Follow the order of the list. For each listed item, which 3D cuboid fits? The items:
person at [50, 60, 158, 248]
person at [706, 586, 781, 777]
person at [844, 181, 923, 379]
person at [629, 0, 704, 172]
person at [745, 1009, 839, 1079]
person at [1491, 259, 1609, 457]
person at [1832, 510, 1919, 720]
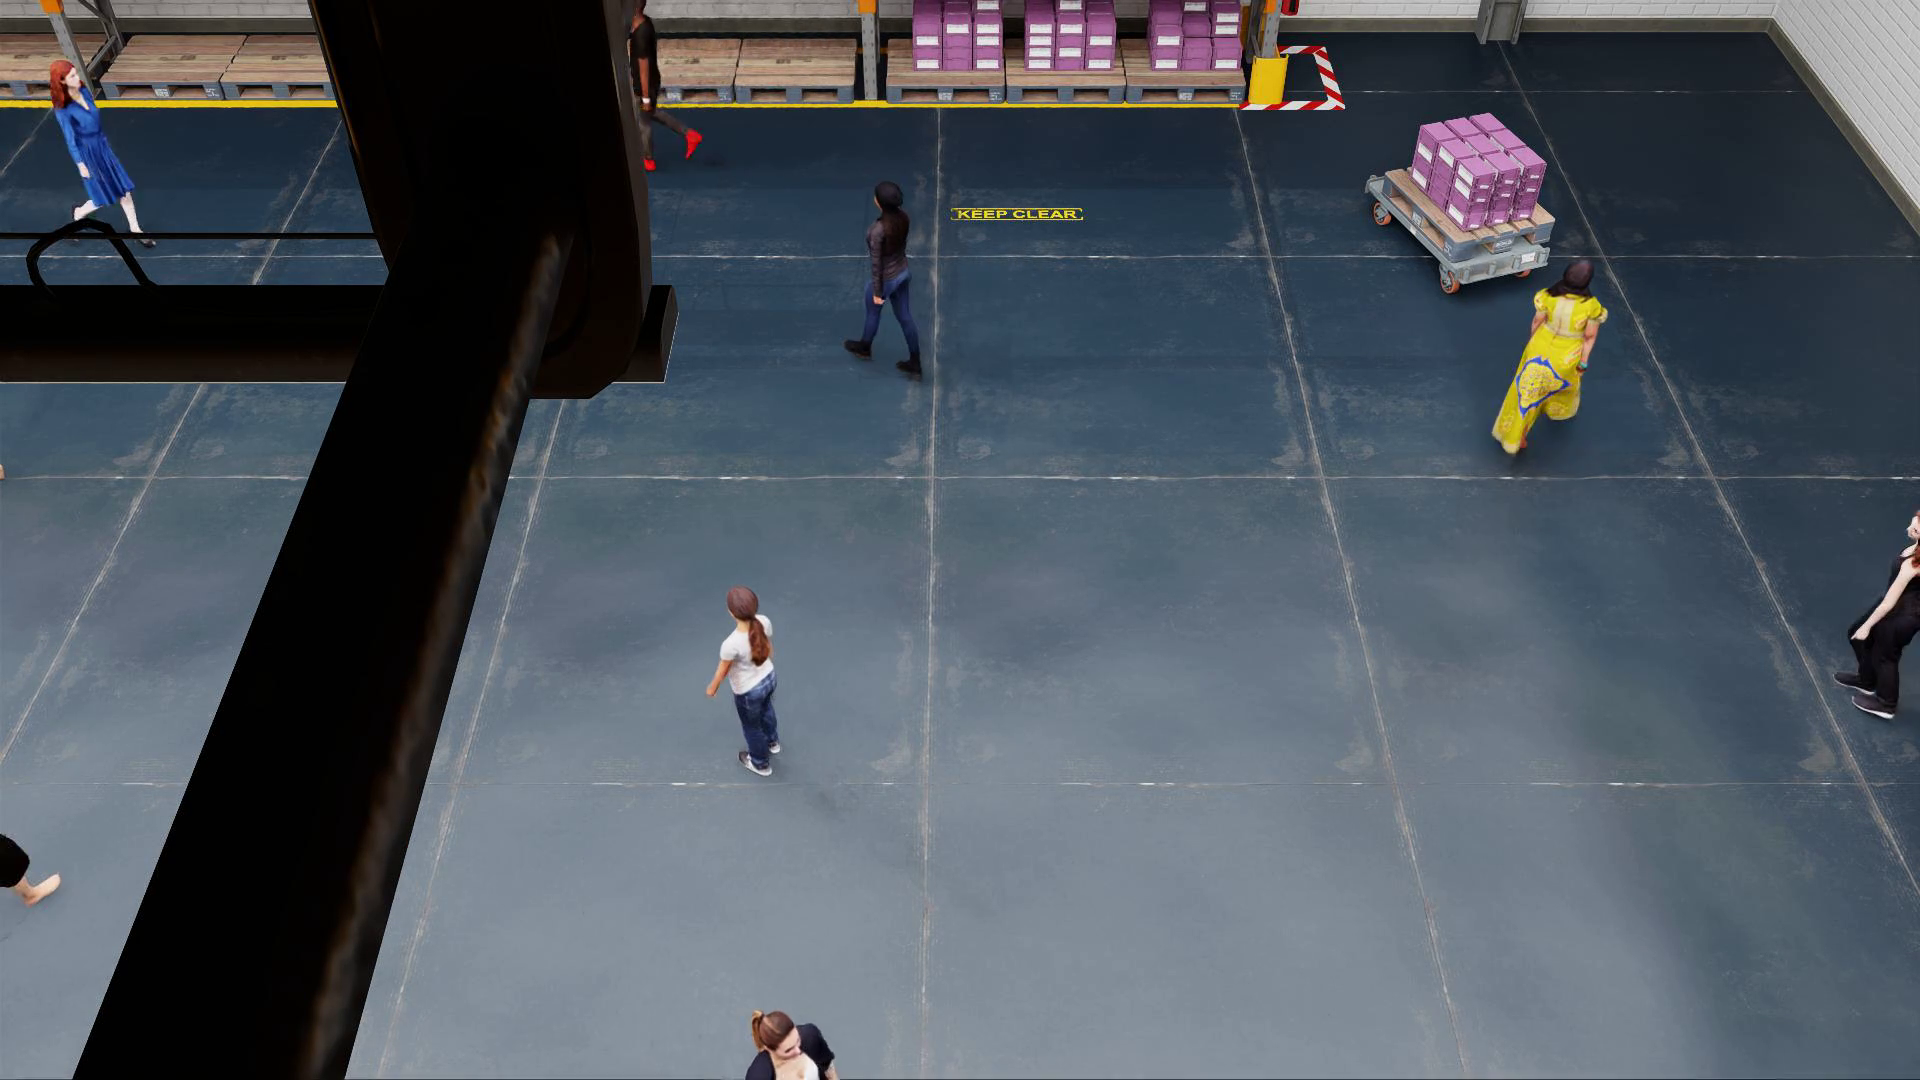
[{"bbox_3d":[-7.571,-3.315,14.431,0.978,1.814,0.726,7,44,8],"label":"person"},{"bbox_3d":[-1.252,0.900,10.193,0.750,1.556,0.690,29,51,27],"label":"person"},{"bbox_3d":[-0.486,-2.026,13.148,1.110,1.715,0.998,27,50,26],"label":"person"},{"bbox_3d":[-2.812,-4.215,15.395,0.995,1.787,0.668,-3,44,-3],"label":"person"},{"bbox_3d":[-0.899,2.733,8.208,1.160,1.640,1.059,30,51,28],"label":"person"},{"bbox_3d":[4.438,-1.327,12.497,1.354,1.602,1.207,22,48,21],"label":"person"},{"bbox_3d":[6.019,0.494,10.515,0.773,1.700,0.842,-35,53,-31],"label":"person"}]
